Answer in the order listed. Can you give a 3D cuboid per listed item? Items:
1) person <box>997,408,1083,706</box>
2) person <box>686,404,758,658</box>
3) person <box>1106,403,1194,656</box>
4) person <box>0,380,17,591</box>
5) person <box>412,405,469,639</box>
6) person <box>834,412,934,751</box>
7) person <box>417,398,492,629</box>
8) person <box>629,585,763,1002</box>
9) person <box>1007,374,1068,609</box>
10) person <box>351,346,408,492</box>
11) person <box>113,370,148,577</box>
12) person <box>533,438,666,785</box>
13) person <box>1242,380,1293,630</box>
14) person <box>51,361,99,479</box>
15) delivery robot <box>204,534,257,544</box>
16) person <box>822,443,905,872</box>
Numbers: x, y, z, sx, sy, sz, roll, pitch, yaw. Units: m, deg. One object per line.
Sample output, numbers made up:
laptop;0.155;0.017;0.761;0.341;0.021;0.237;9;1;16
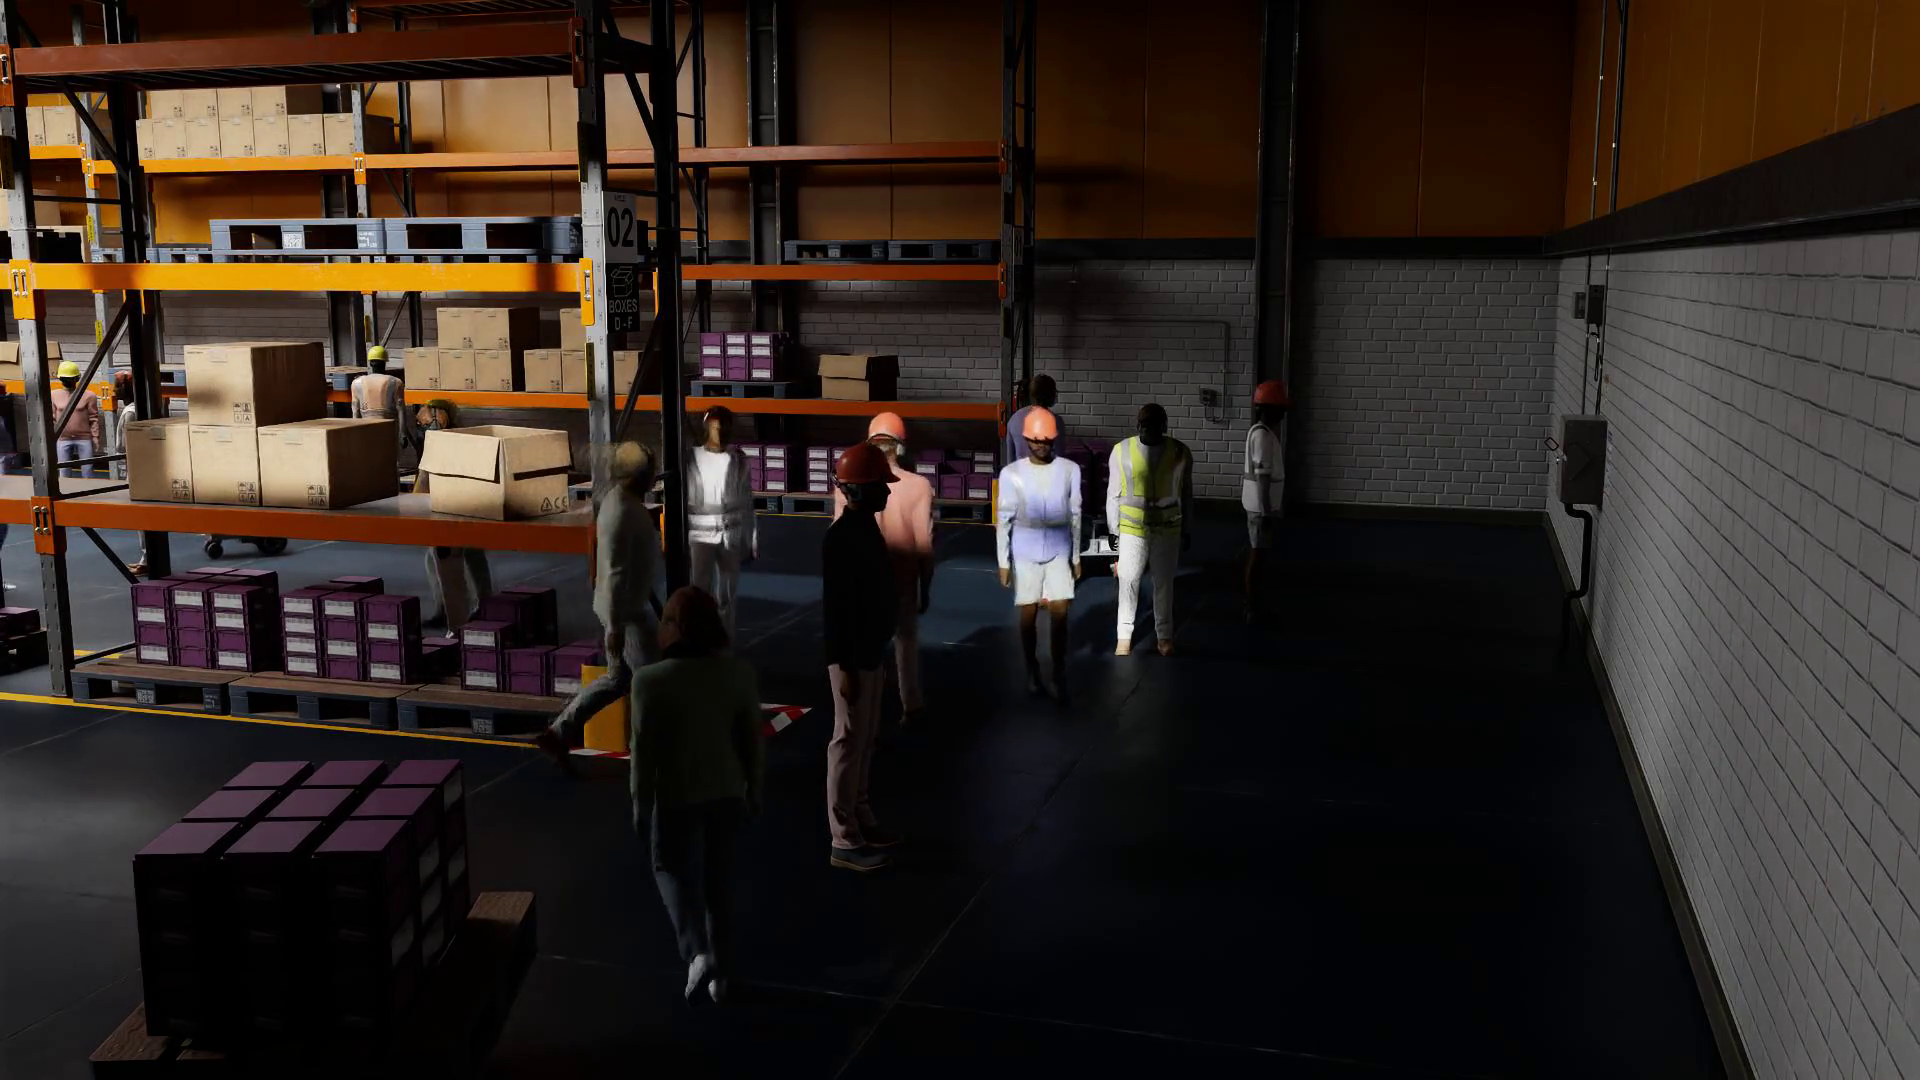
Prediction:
person;0.524;0.115;10.669;0.571;1.905;0.823;-1;9;-5
person;-1.678;0.006;11.429;0.612;1.874;0.443;-6;11;-33
person;1.373;-0.071;12.021;0.634;1.839;0.429;0;9;0
person;-8.454;-0.475;14.424;0.751;1.865;0.474;8;13;42
person;-3.709;-0.054;11.940;0.429;1.836;0.629;-3;10;-17
person;-0.450;0.215;9.935;0.642;1.939;0.982;1;9;7
person;-3.986;-0.207;12.956;0.708;1.794;0.629;-1;9;-6
person;-0.983;0.978;6.288;0.521;1.617;0.421;-4;10;-24
person;0.645;-0.403;13.743;0.356;1.938;0.633;-8;12;-40
person;-6.556;-1.232;18.839;0.594;1.922;0.385;-1;9;-5
person;-7.489;-0.604;15.137;0.353;1.883;0.573;-3;10;-17
person;-1.884;0.398;9.013;0.862;1.904;0.654;-2;9;-10
person;2.384;-0.276;12.971;0.368;1.939;0.542;1;9;8
person;-9.950;-1.122;18.677;0.522;1.761;0.327;-4;10;-21
delivery robot;-7.019;-0.173;16.261;0.707;0.478;0.477;-5;11;-29
person;-0.459;0.539;7.830;0.379;1.996;0.610;2;9;10
